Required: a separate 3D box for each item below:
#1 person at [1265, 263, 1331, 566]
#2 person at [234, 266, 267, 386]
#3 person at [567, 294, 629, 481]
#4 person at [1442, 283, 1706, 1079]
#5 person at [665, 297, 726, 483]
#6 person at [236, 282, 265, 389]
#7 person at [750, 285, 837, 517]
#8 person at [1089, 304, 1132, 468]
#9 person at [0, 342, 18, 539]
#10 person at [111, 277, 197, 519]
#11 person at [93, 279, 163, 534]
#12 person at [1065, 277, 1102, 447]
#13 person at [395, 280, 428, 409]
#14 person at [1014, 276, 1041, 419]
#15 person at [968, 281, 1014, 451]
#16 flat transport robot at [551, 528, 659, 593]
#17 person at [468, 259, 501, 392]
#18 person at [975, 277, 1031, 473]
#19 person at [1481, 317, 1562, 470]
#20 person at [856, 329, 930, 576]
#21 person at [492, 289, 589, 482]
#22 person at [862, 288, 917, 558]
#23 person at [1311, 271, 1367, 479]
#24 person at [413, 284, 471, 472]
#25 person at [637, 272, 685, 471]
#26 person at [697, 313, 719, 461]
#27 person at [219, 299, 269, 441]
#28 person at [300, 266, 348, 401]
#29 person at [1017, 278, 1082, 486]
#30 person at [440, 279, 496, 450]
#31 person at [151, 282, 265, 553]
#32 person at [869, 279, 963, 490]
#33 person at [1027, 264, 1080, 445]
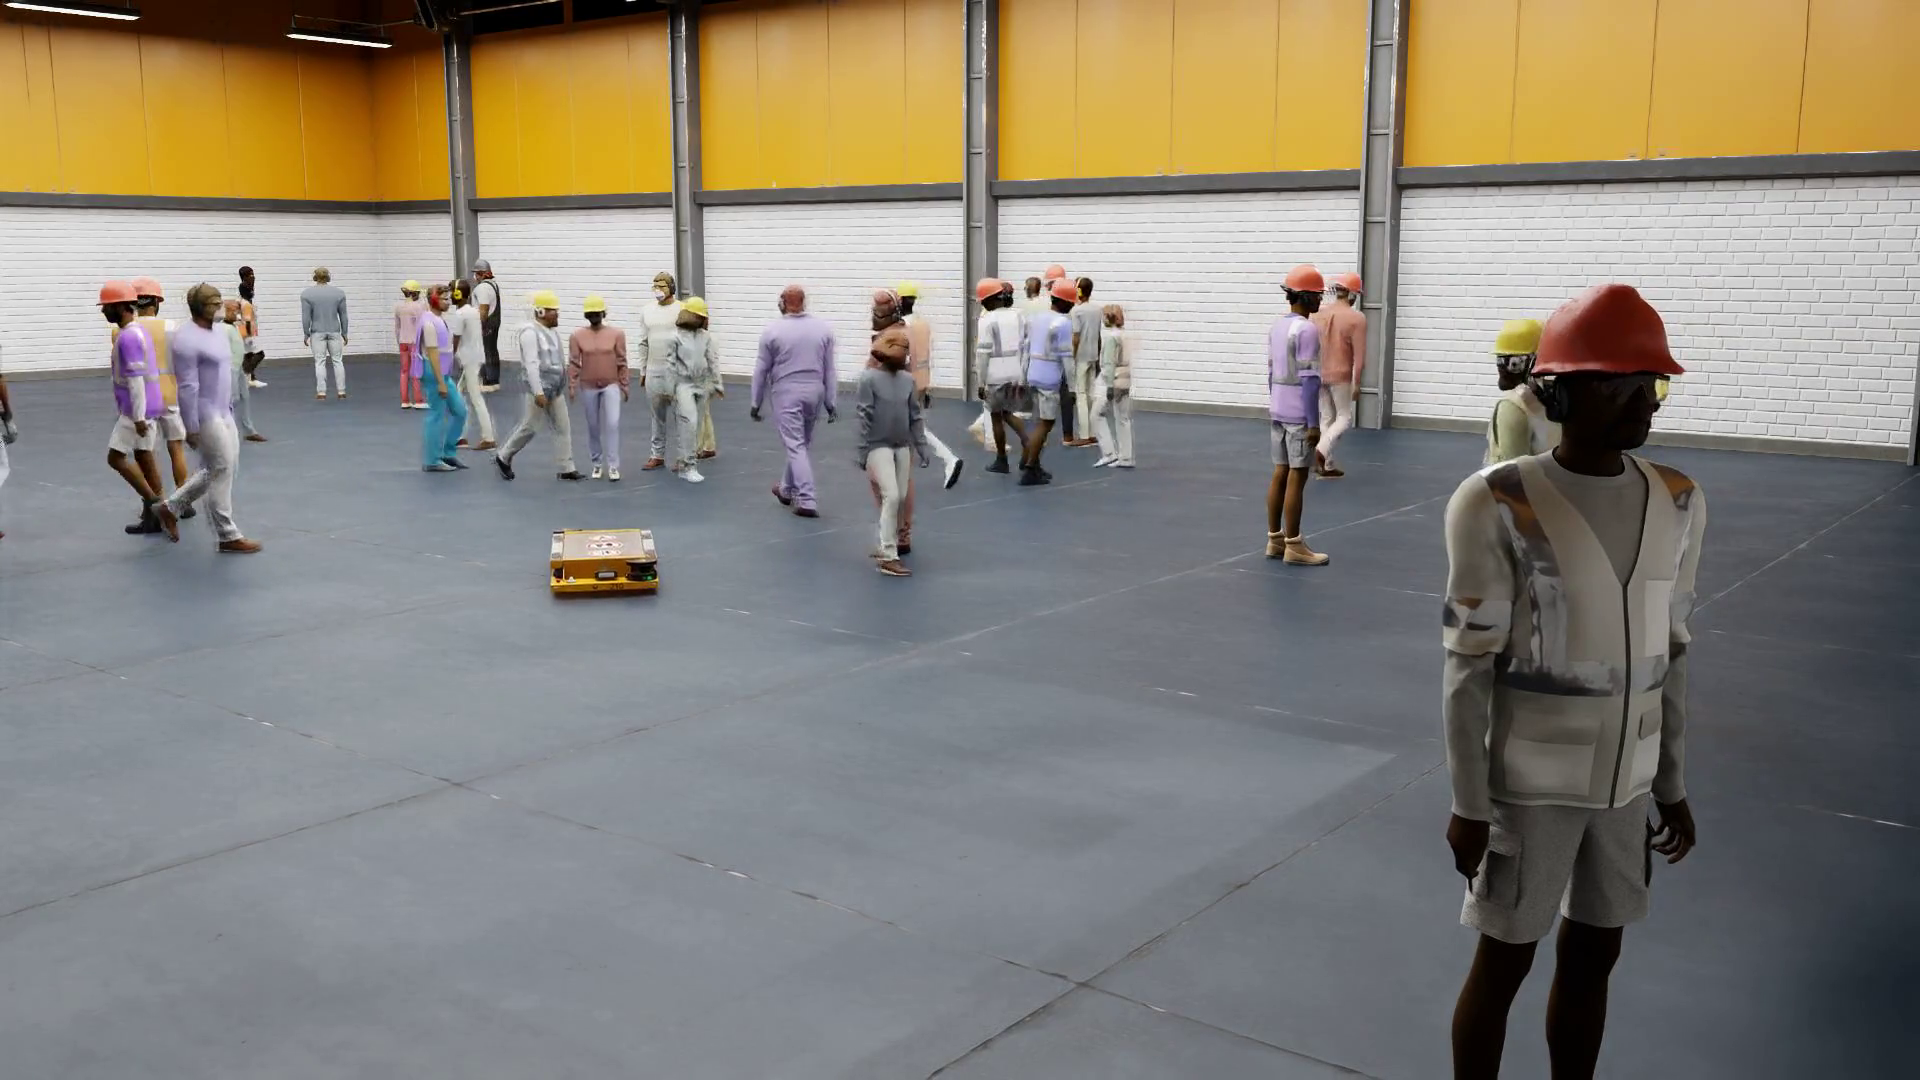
[{"bbox_3d":[2.309,-0.850,11.339,0.382,2.045,0.605,-2,10,-13],"label":"person"},{"bbox_3d":[-11.439,-3.425,26.709,0.393,1.917,0.589,-6,12,-32],"label":"person"},{"bbox_3d":[-3.359,-1.401,15.445,0.555,1.732,0.810,-2,10,-9],"label":"person"},{"bbox_3d":[1.297,0.494,3.511,0.607,2.048,0.365,-3,10,-19],"label":"person"},{"bbox_3d":[-2.443,-1.389,15.453,0.646,1.709,0.495,8,13,40],"label":"person"},{"bbox_3d":[-11.124,-3.198,26.039,0.374,1.680,0.547,-7,12,-35],"label":"person"},{"bbox_3d":[-1.392,-1.147,13.606,0.673,1.851,0.981,-6,12,-33],"label":"person"},{"bbox_3d":[1.497,-1.506,16.381,0.477,1.622,0.532,4,11,24],"label":"person"},{"bbox_3d":[-7.121,-0.868,11.992,0.530,1.859,0.611,-1,10,-6],"label":"person"},{"bbox_3d":[-6.395,-1.114,13.214,0.542,1.930,0.374,-4,11,-22],"label":"person"},{"bbox_3d":[-6.200,-0.984,12.471,0.422,1.922,0.551,-3,10,-15],"label":"person"},{"bbox_3d":[1.363,-1.954,18.294,0.310,1.864,0.533,9,13,42],"label":"person"},{"bbox_3d":[-7.470,-2.665,22.725,0.533,1.765,0.330,5,11,29],"label":"person"},{"bbox_3d":[0.946,-2.453,21.284,0.547,1.834,0.537,8,13,39],"label":"person"},{"bbox_3d":[0.372,-1.855,17.858,0.489,1.824,0.673,3,10,18],"label":"person"},{"bbox_3d":[-2.336,0.113,10.892,0.652,0.197,1.431,-2,10,-12],"label":"flat transport robot"},{"bbox_3d":[-7.373,-3.313,25.690,0.539,2.000,0.689,0,10,1],"label":"person"},{"bbox_3d":[0.438,-1.555,15.881,0.600,1.890,0.579,-8,13,-40],"label":"person"},{"bbox_3d":[2.639,-0.131,7.836,0.611,1.817,0.442,-8,13,-40],"label":"person"},{"bbox_3d":[-0.394,-0.577,10.996,0.523,1.608,0.596,-9,13,-42],"label":"person"},{"bbox_3d":[-3.932,-1.422,15.424,0.855,1.802,0.595,3,10,16],"label":"person"},{"bbox_3d":[-0.501,-0.817,11.674,0.407,1.889,0.699,2,10,10],"label":"person"},{"bbox_3d":[3.477,-1.514,15.481,0.665,1.960,0.625,-8,13,-40],"label":"person"},{"bbox_3d":[-4.975,-1.555,16.089,0.577,1.818,0.583,-1,10,-6],"label":"person"},{"bbox_3d":[-2.857,-1.635,16.222,0.630,1.940,0.372,3,10,18],"label":"person"},{"bbox_3d":[-2.676,-1.598,16.973,0.504,1.607,0.566,-8,12,-37],"label":"person"},{"bbox_3d":[-8.159,-1.887,18.625,0.631,1.617,0.510,-1,10,-7],"label":"person"},{"bbox_3d":[-9.128,-2.960,23.935,0.635,1.937,0.354,-6,11,-30],"label":"person"},{"bbox_3d":[0.804,-1.438,15.198,0.600,1.890,0.558,-5,11,-29],"label":"person"},{"bbox_3d":[-5.372,-1.868,17.872,0.783,1.838,0.522,0,10,0],"label":"person"},{"bbox_3d":[-5.341,-0.847,11.687,0.713,1.924,0.637,-1,10,-4],"label":"person"},{"bbox_3d":[-0.392,-1.356,14.749,0.786,1.898,0.590,5,11,26],"label":"person"},{"bbox_3d":[1.052,-2.039,18.399,0.622,1.996,0.371,1,10,4],"label":"person"}]
